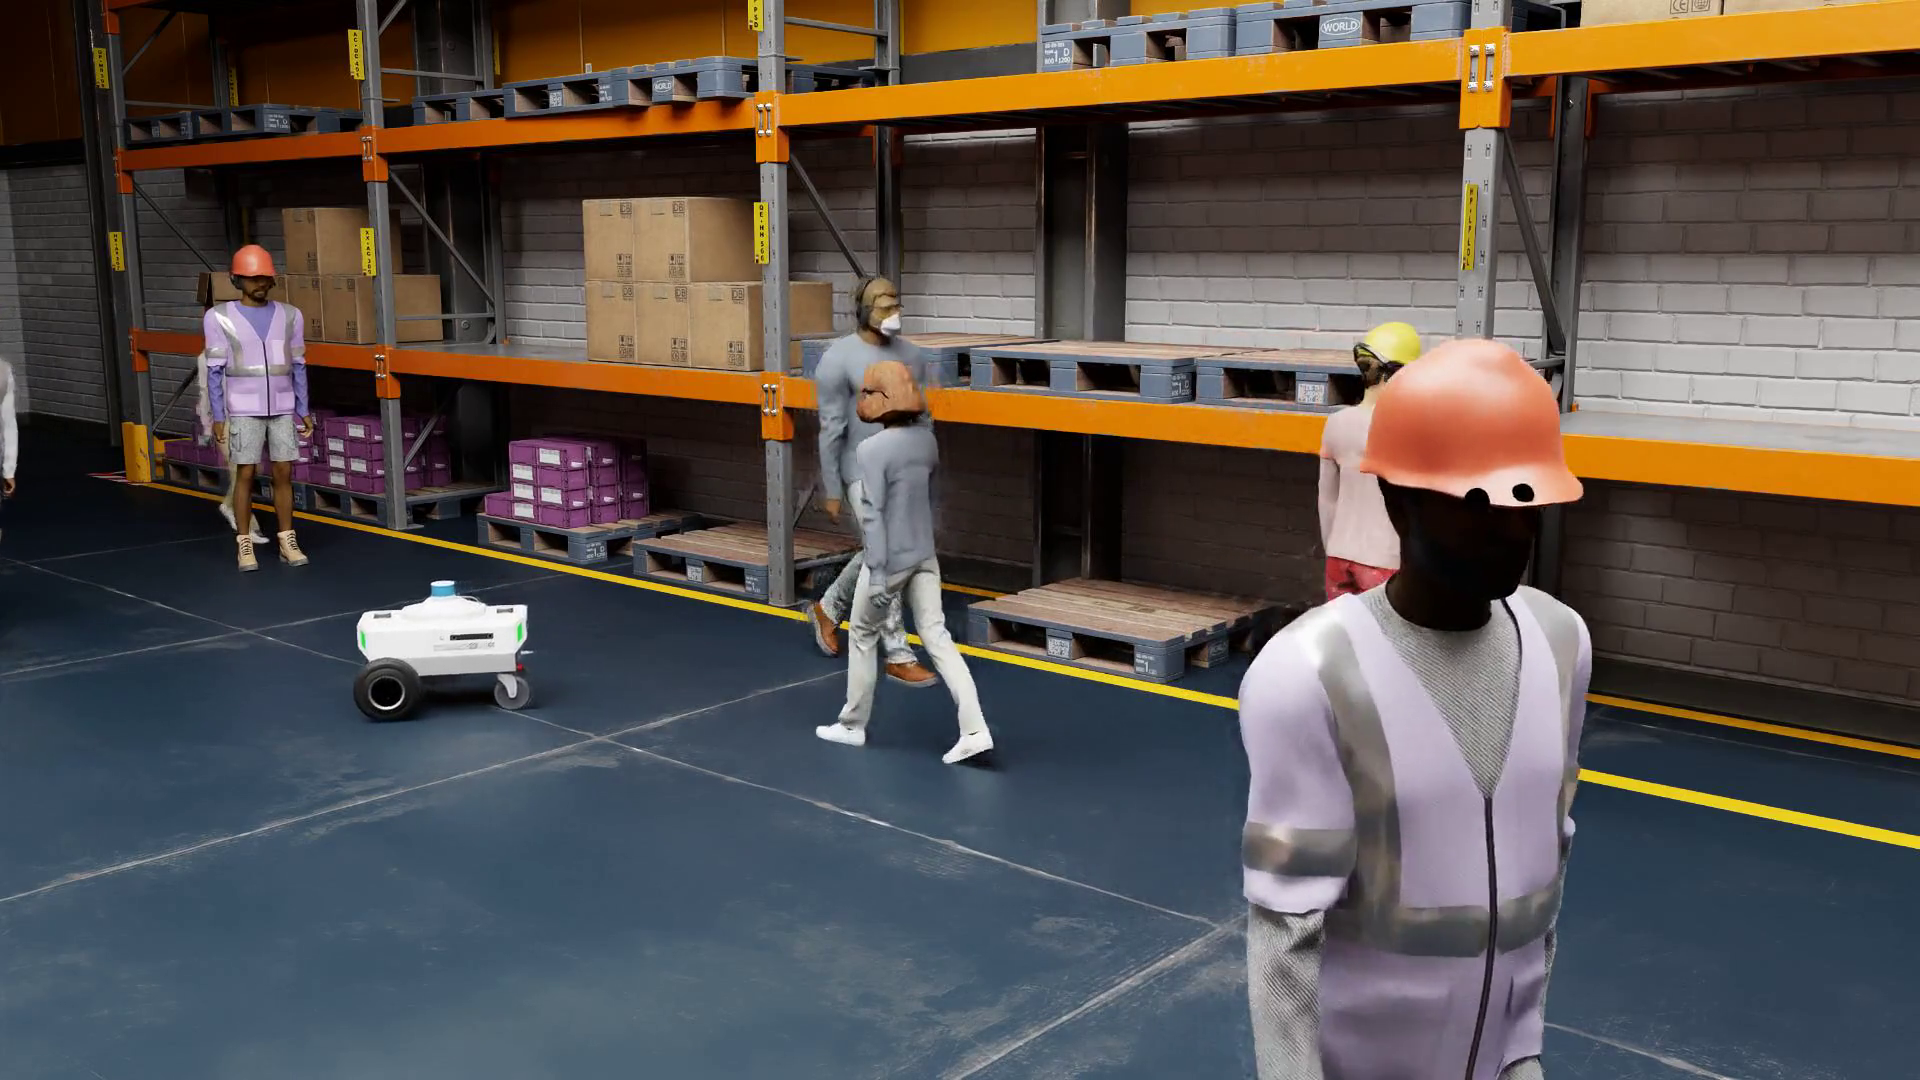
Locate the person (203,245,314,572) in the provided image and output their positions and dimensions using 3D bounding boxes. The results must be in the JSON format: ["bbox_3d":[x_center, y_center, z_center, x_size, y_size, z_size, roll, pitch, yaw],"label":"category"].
[{"bbox_3d":[-4.384,-0.823,10.462,0.616,2.039,0.379,-8,13,-39],"label":"person"}]

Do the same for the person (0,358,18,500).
[{"bbox_3d":[-5.097,-0.365,8.480,0.466,1.820,0.615,6,12,32],"label":"person"}]

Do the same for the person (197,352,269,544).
[{"bbox_3d":[-5.024,-0.797,11.537,0.688,1.615,0.516,6,12,31],"label":"person"}]

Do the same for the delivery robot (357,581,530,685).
[{"bbox_3d":[-2.265,0.424,7.328,0.707,0.478,0.477,-2,10,-12],"label":"delivery robot"}]

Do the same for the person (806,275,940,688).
[{"bbox_3d":[-0.437,-0.300,7.888,0.919,1.909,0.642,9,13,42],"label":"person"}]

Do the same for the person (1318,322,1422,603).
[{"bbox_3d":[1.519,0.094,6.057,0.333,1.759,0.523,-5,11,-27],"label":"person"}]

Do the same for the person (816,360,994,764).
[{"bbox_3d":[-0.205,0.087,6.565,0.852,1.591,0.507,8,13,38],"label":"person"}]

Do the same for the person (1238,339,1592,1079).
[{"bbox_3d":[0.655,0.705,2.159,0.563,1.897,0.898,-4,11,-19],"label":"person"}]
